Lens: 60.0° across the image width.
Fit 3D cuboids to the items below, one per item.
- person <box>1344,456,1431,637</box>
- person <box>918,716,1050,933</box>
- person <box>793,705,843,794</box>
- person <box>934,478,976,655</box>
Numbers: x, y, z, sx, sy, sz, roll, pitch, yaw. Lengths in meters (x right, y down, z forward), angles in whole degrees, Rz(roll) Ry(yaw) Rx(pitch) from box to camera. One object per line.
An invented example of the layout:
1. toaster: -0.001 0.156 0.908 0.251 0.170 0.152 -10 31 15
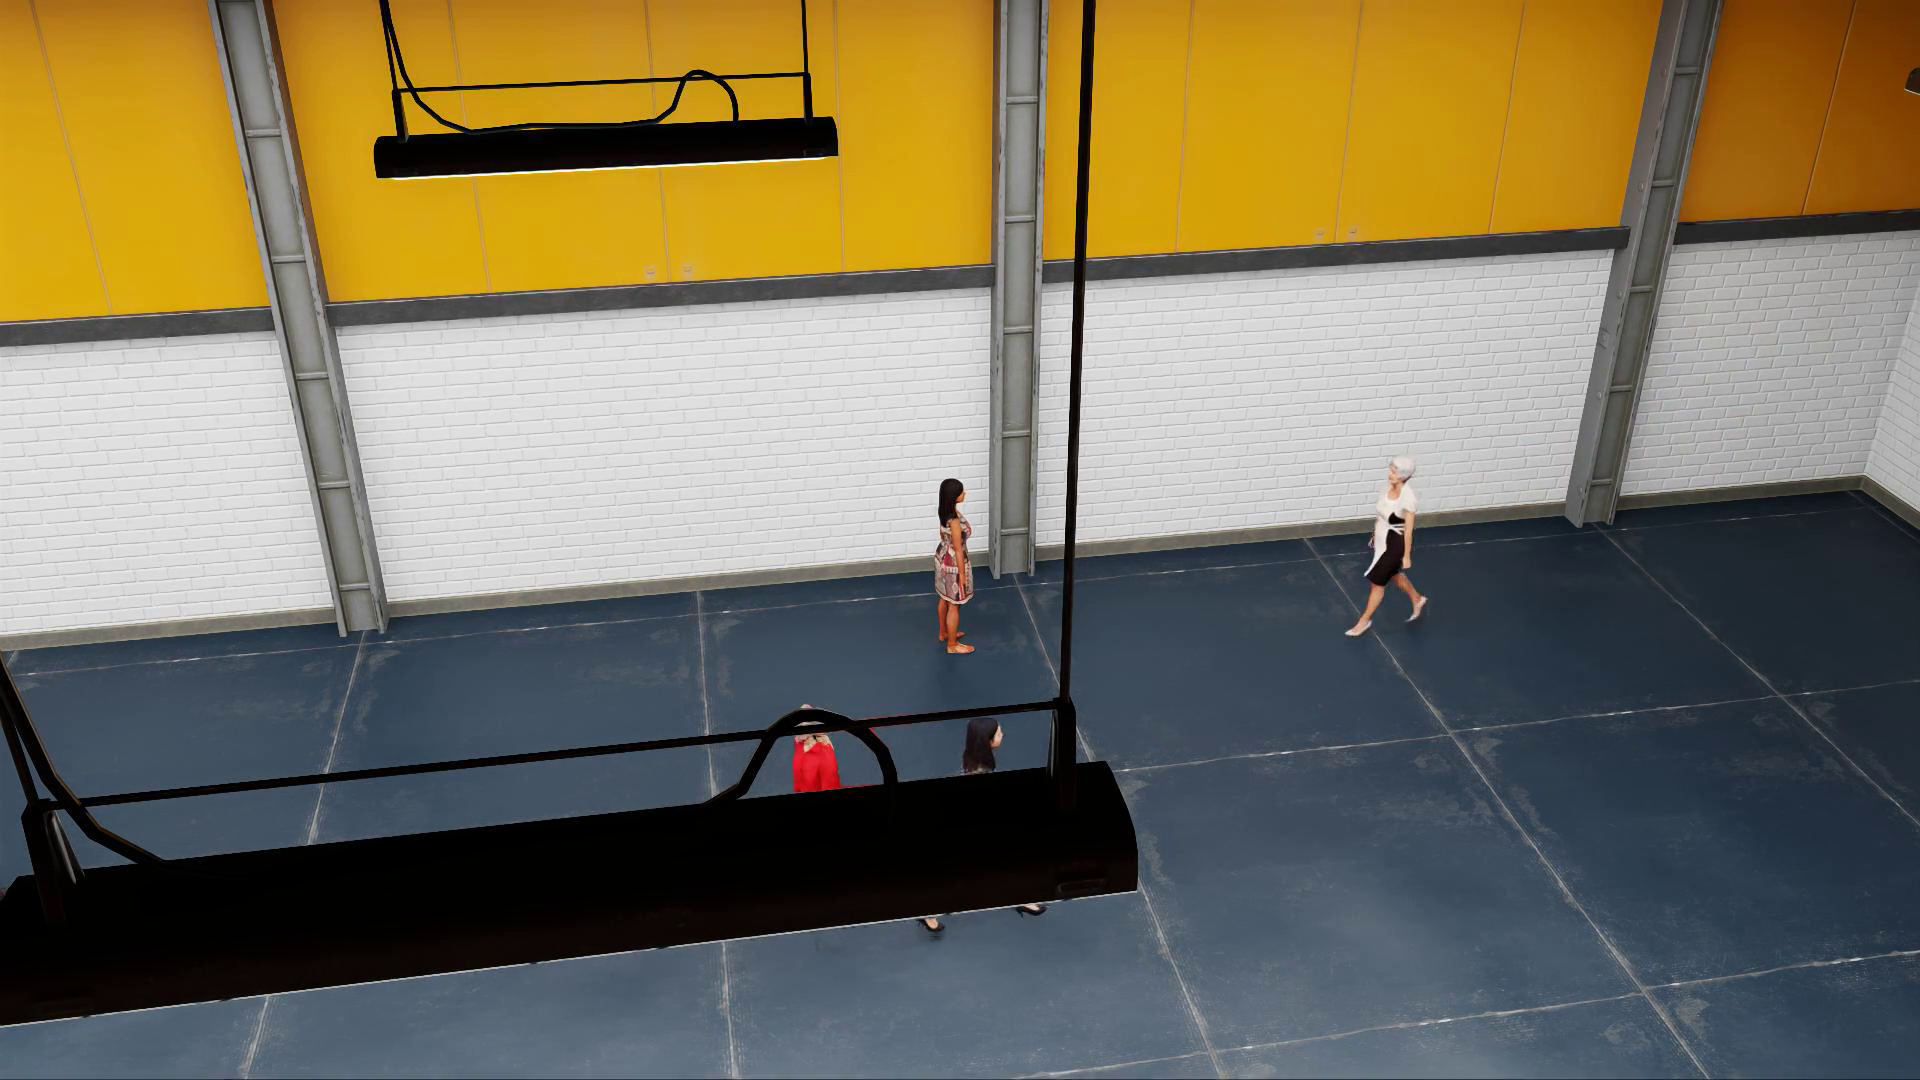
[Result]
1. person: 3.883 0.061 14.647 1.083 1.722 0.696 -7 29 -12
2. person: 0.047 1.977 11.119 1.164 1.738 0.657 -7 29 -12
3. person: -0.881 1.848 11.454 1.068 1.643 1.225 24 37 37
4. person: -0.072 0.208 14.458 0.574 1.645 0.679 -9 30 -16
